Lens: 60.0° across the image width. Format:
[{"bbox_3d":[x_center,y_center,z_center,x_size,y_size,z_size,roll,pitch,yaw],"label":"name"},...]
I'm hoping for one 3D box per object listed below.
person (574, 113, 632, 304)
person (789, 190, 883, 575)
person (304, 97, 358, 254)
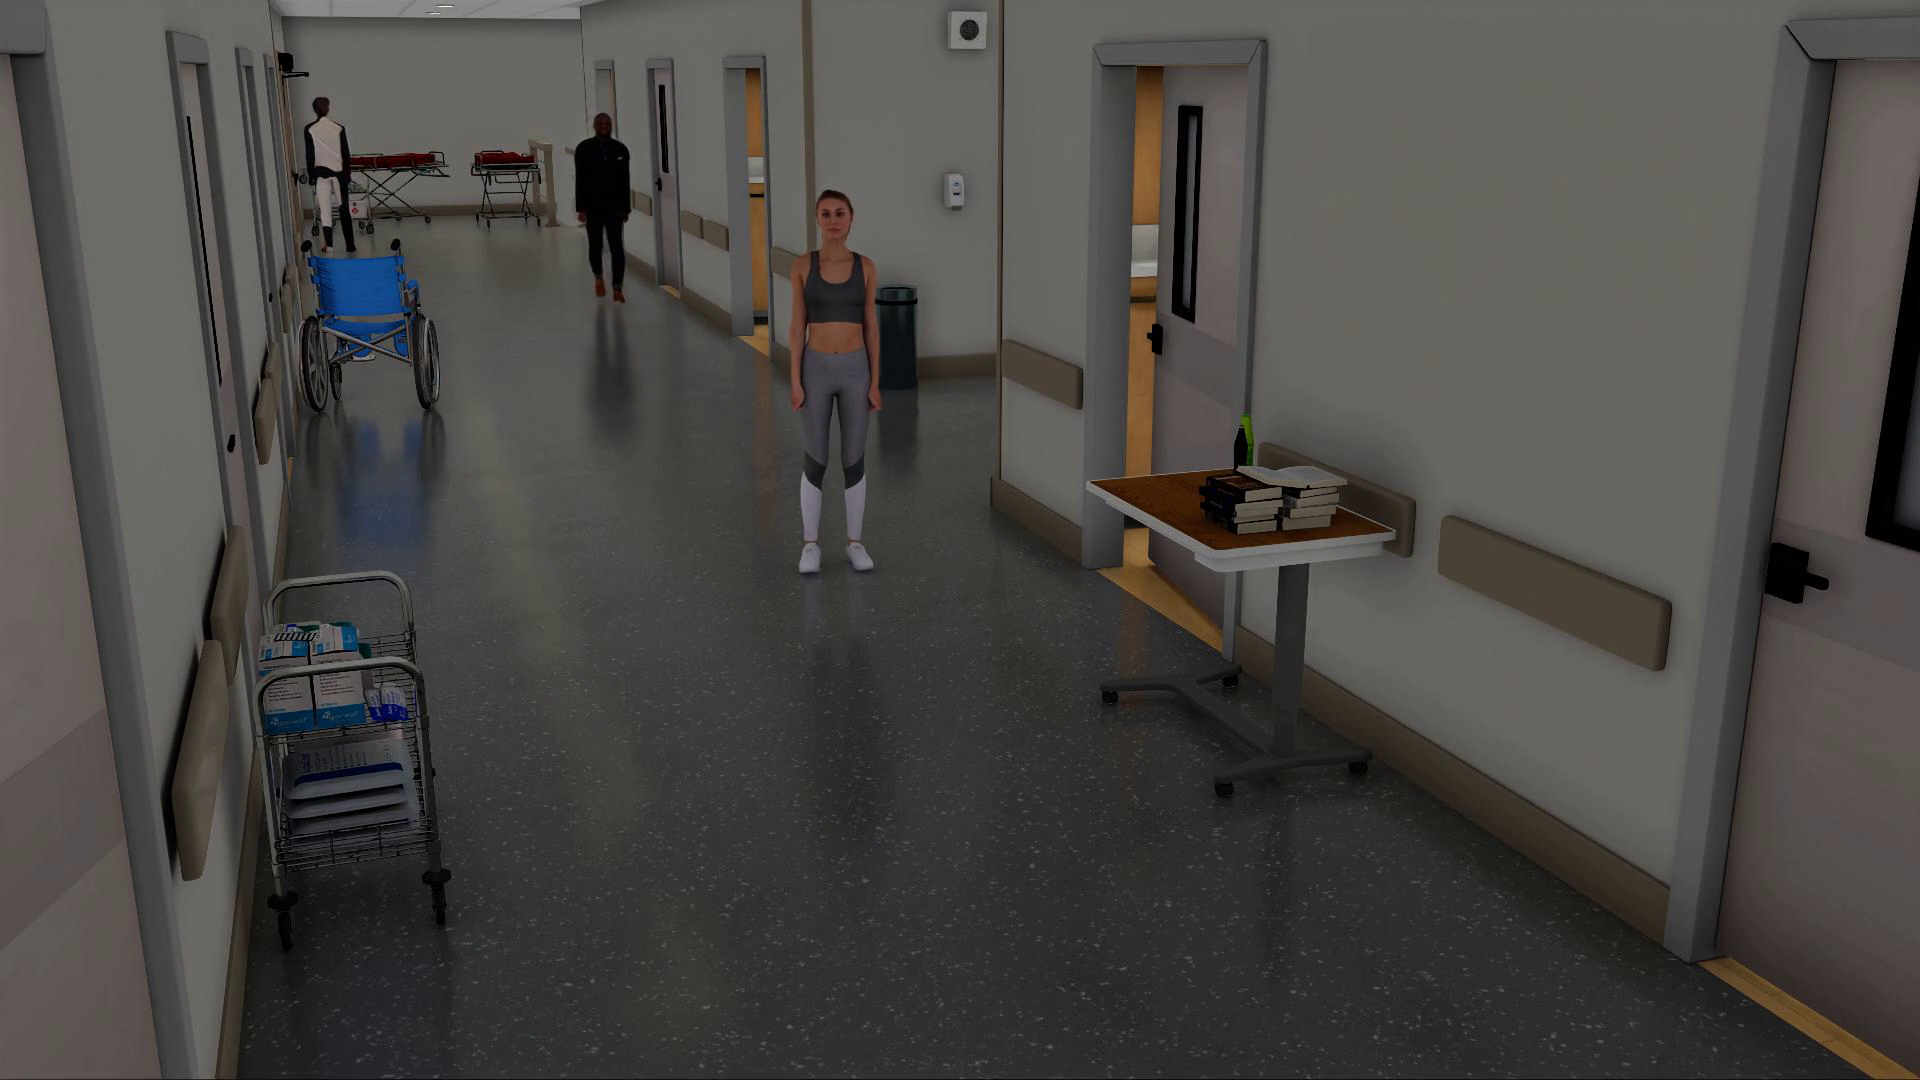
[{"bbox_3d":[-3.479,-3.211,16.188,0.764,1.785,1.175,-4,16,-14],"label":"person"},{"bbox_3d":[-0.561,-0.703,7.445,0.592,1.703,0.588,-3,16,-11],"label":"person"},{"bbox_3d":[-7.861,-4.553,20.751,0.692,1.892,0.599,-7,17,-23],"label":"person"}]
